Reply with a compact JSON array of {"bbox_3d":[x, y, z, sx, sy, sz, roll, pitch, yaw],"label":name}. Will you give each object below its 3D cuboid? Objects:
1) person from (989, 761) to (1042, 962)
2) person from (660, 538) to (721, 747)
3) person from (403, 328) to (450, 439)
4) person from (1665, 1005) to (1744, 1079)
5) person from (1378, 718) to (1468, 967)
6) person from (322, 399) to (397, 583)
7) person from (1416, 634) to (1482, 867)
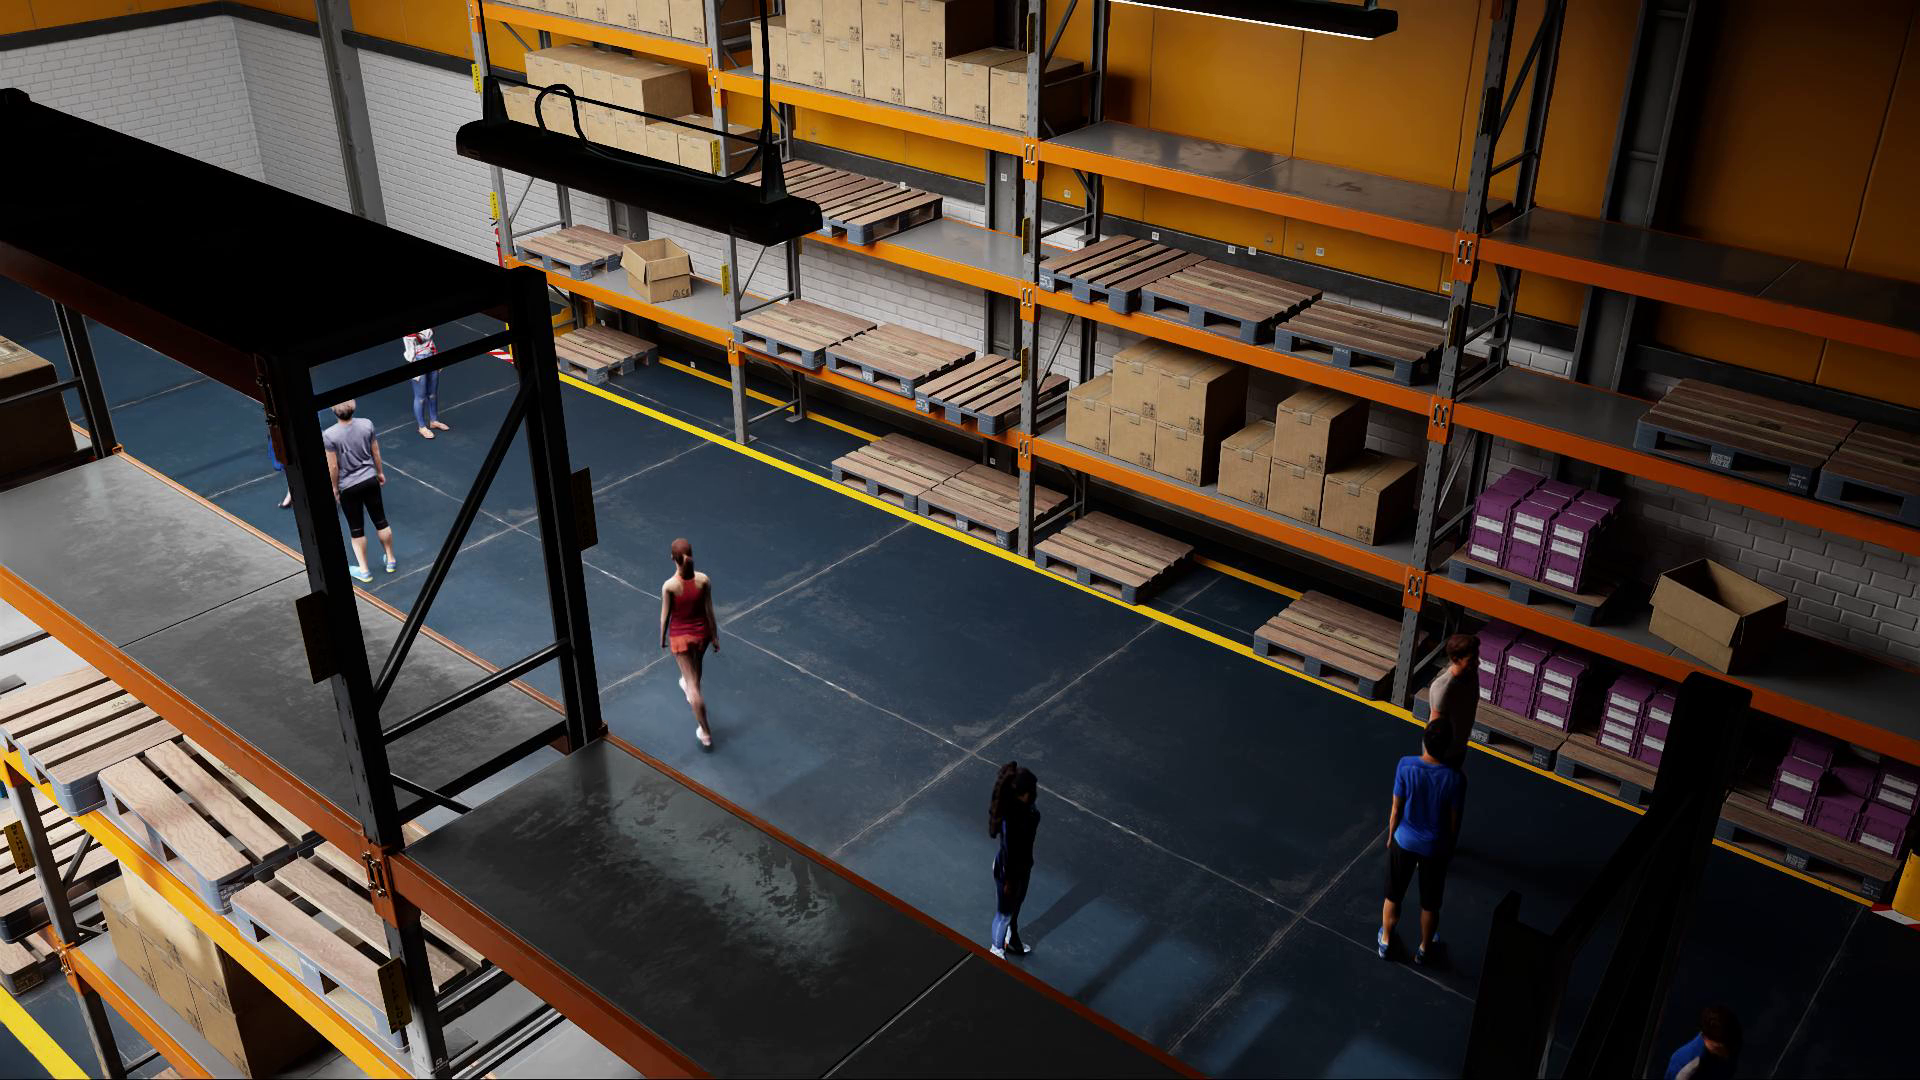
[{"bbox_3d":[0.348,2.145,10.915,0.645,1.619,0.668,11,31,20],"label":"person"},{"bbox_3d":[-2.125,0.837,13.224,0.885,1.703,1.197,-14,31,-23],"label":"person"},{"bbox_3d":[-5.952,-1.939,18.407,0.590,1.614,0.635,13,31,23],"label":"person"},{"bbox_3d":[3.875,3.092,8.958,0.878,1.830,0.836,20,35,32],"label":"person"},{"bbox_3d":[3.028,1.991,10.937,0.607,1.868,0.738,11,30,19],"label":"person"},{"bbox_3d":[-5.602,-0.512,15.504,0.698,1.888,0.637,-22,35,-34],"label":"person"},{"bbox_3d":[3.459,1.471,11.860,0.554,1.898,0.657,23,36,36],"label":"person"}]
